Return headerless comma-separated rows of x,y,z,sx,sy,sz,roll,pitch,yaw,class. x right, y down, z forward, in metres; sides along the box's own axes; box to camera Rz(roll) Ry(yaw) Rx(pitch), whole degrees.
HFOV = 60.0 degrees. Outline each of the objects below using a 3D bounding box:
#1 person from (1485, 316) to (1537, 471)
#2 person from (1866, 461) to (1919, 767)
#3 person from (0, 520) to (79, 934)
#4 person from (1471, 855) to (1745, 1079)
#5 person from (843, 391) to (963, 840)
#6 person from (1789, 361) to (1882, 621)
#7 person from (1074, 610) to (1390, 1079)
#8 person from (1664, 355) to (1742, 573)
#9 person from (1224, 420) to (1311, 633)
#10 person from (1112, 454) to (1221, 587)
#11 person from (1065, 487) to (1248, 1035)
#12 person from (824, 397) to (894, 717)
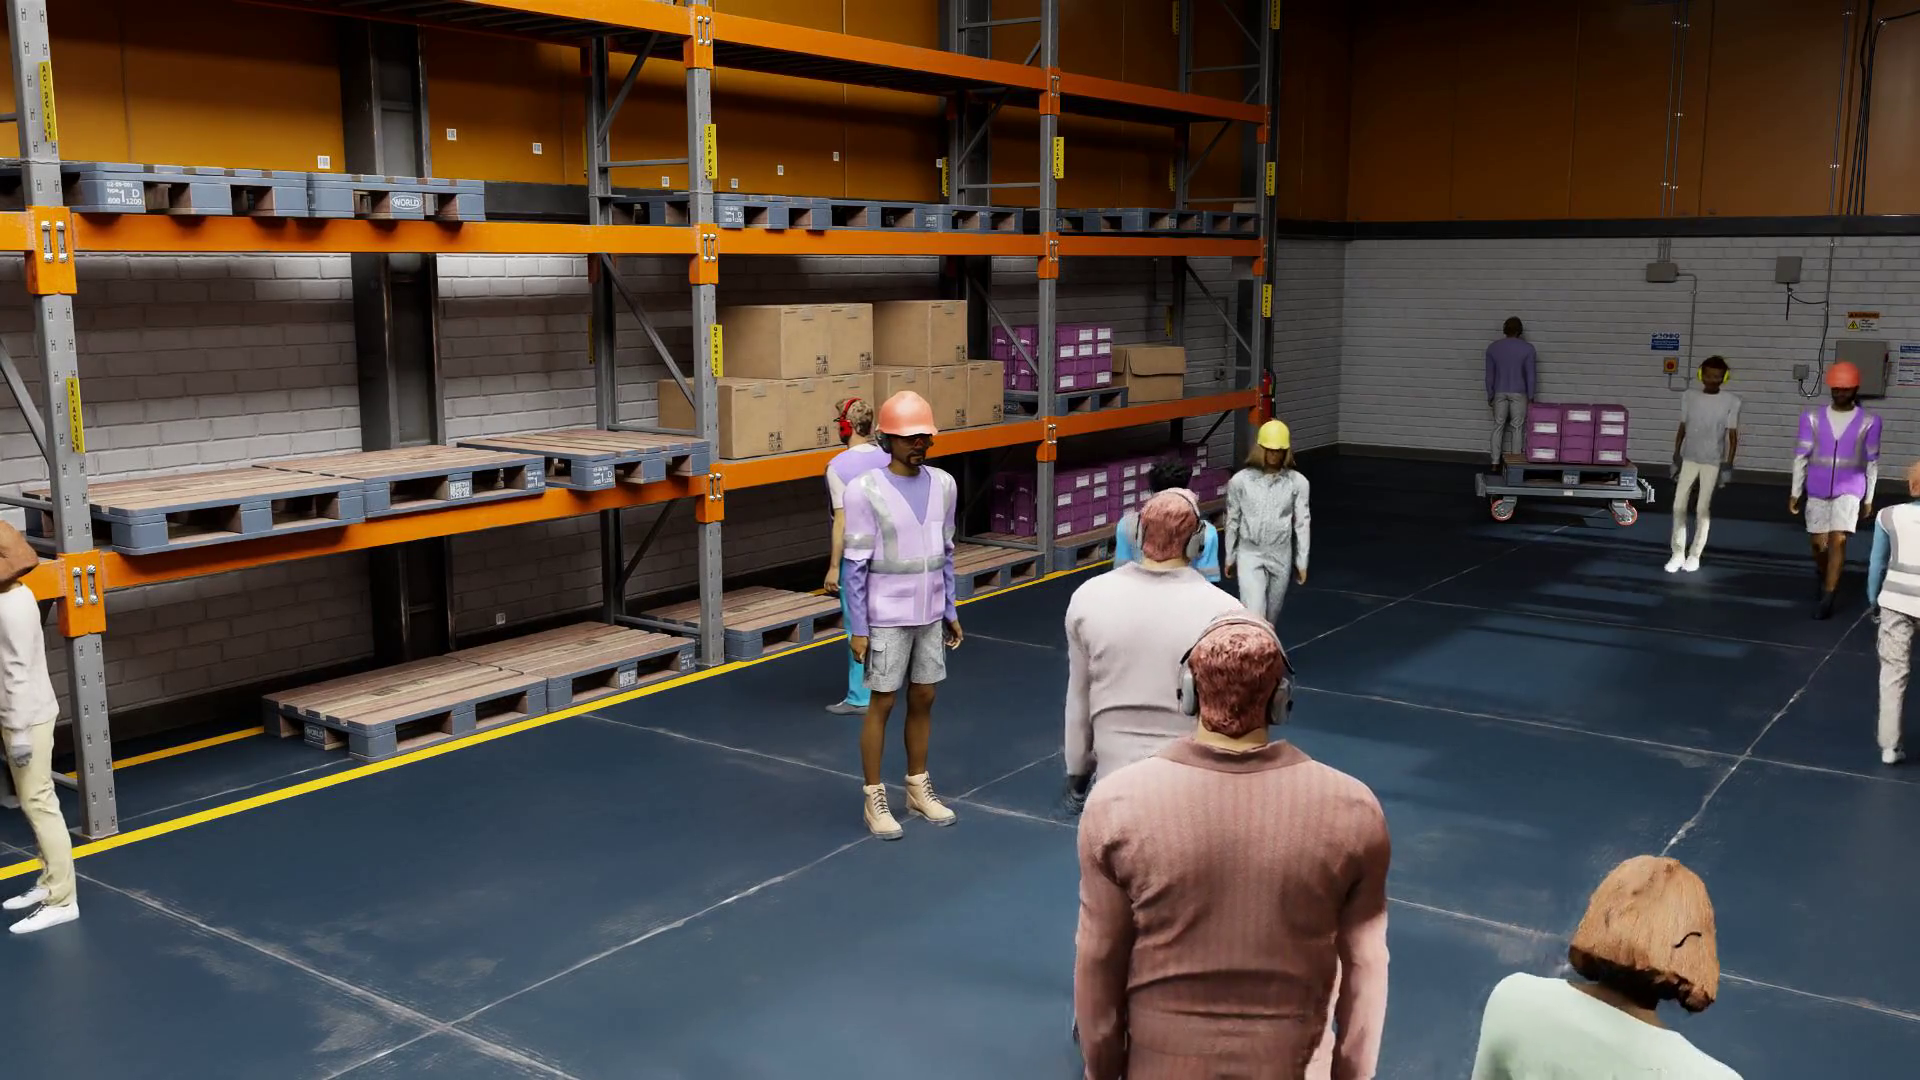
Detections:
6.855,-1.809,20.718,0.631,1.940,0.372,7,12,36,person
5.058,0.362,8.727,0.724,1.607,0.551,-9,13,-43,person
-3.710,0.724,6.563,0.285,1.627,0.493,-6,11,-33,person
1.160,1.332,2.992,0.734,1.591,0.519,-6,11,-33,person
-0.236,0.338,7.615,0.616,2.041,0.377,-7,12,-38,person
6.547,-0.397,12.435,0.551,1.907,0.947,7,12,35,person
0.564,1.094,3.527,0.644,1.907,0.399,1,10,6,person
6.196,-0.621,13.919,0.543,1.839,0.627,7,12,36,person
1.867,0.097,10.150,0.496,1.691,0.903,0,10,0,person
1.009,0.416,8.217,0.543,1.683,0.435,3,10,20,person
0.645,0.768,5.520,0.654,1.882,0.687,4,10,23,person
-0.573,0.112,9.607,0.416,1.849,0.582,6,11,33,person
